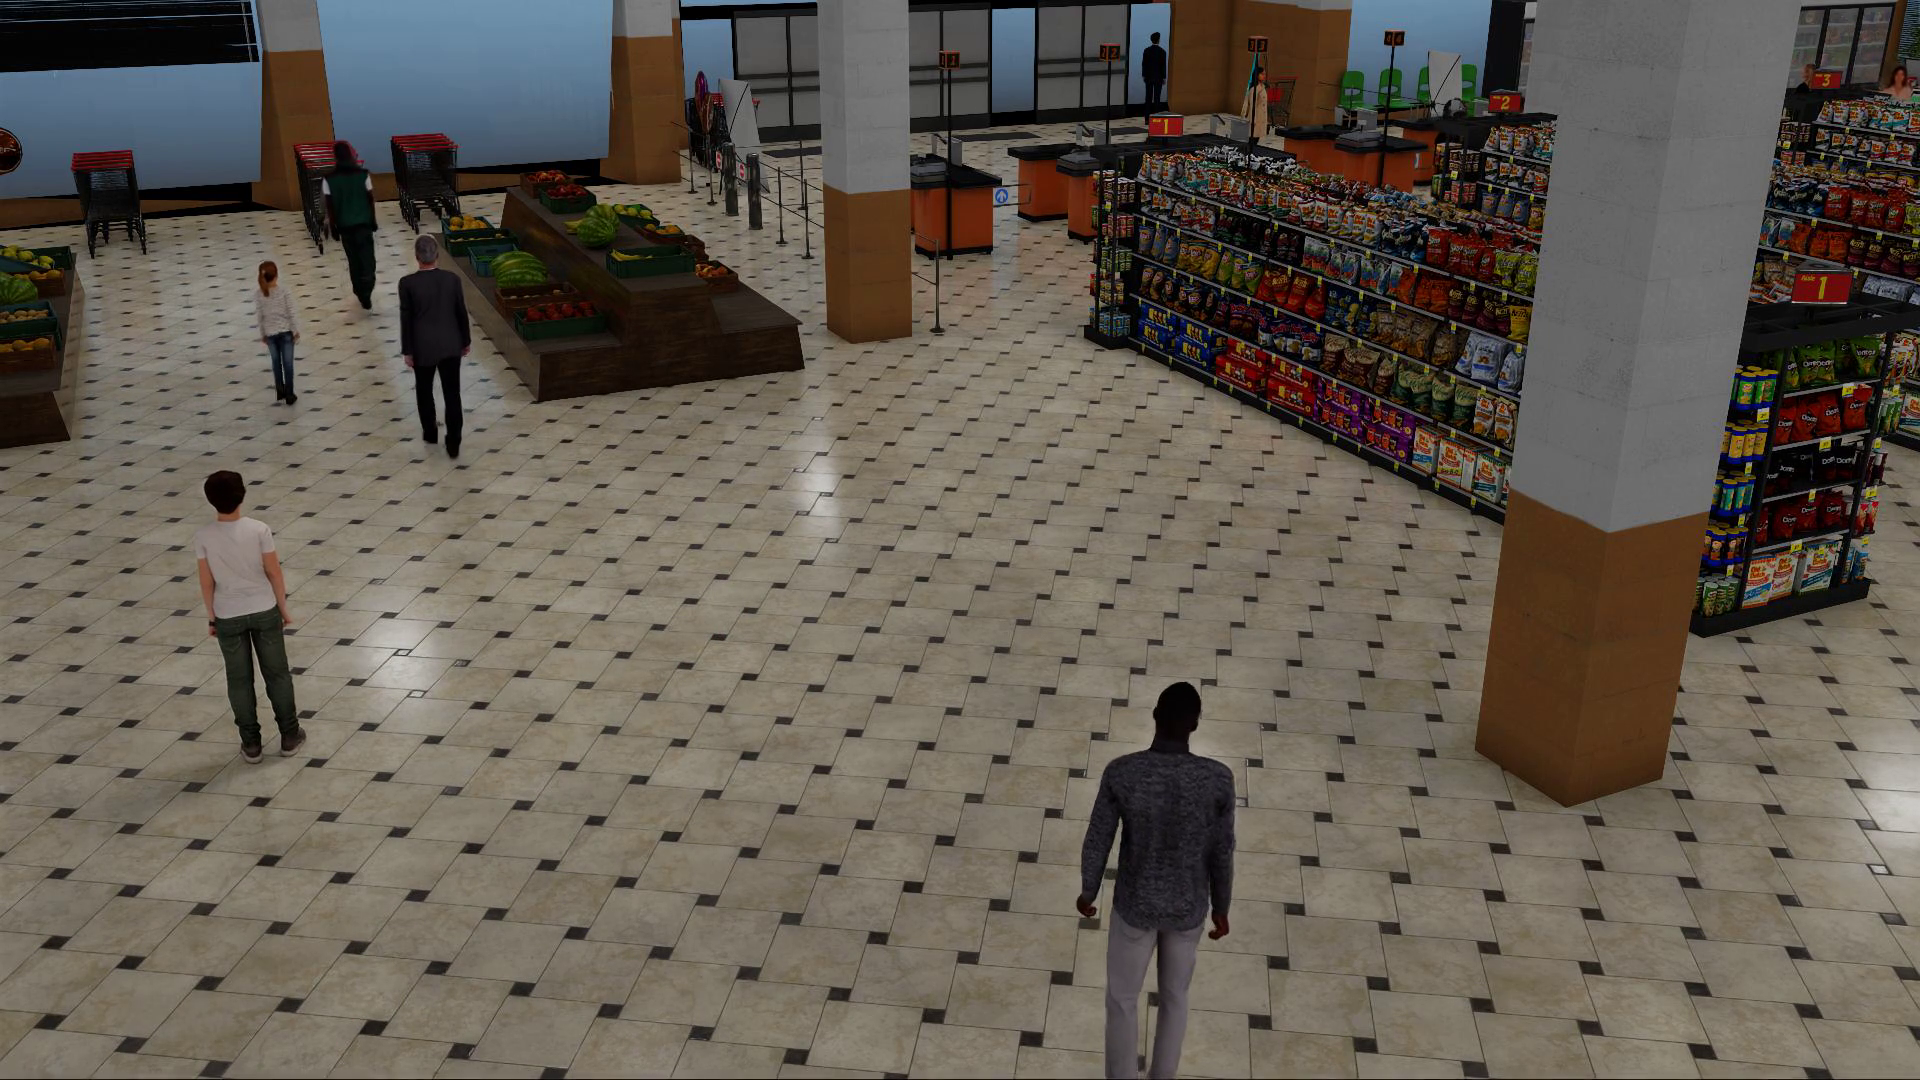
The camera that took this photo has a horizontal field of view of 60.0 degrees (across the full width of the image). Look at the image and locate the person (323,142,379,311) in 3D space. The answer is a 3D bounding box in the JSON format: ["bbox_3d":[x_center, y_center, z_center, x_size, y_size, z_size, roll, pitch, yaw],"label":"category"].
[{"bbox_3d":[-6.670,-3.429,18.354,0.840,1.802,1.257,-5,22,-12],"label":"person"}]

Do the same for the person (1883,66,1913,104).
[{"bbox_3d":[14.536,-6.485,25.992,0.801,1.779,0.863,7,23,16],"label":"person"}]

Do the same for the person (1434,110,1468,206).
[{"bbox_3d":[6.116,-4.466,20.946,1.155,1.793,1.049,17,27,35],"label":"person"}]

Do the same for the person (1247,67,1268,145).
[{"bbox_3d":[4.766,-6.761,26.807,0.742,1.681,0.718,11,24,25],"label":"person"}]

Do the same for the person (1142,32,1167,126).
[{"bbox_3d":[3.731,-8.893,32.056,0.668,1.724,0.766,11,24,26],"label":"person"}]

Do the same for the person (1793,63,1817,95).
[{"bbox_3d":[13.215,-6.580,26.200,0.654,1.799,0.598,-17,27,-36],"label":"person"}]

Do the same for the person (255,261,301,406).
[{"bbox_3d":[-6.199,-1.858,15.108,0.533,1.307,0.583,-4,22,-10],"label":"person"}]

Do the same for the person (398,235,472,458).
[{"bbox_3d":[-4.302,-1.567,13.695,0.746,1.821,0.896,-9,24,-22],"label":"person"}]

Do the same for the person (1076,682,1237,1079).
[{"bbox_3d":[0.734,1.412,6.278,0.903,1.823,0.930,-4,22,-9],"label":"person"}]

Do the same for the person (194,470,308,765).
[{"bbox_3d":[-3.853,0.413,8.990,0.580,1.654,0.526,-8,23,-20],"label":"person"}]
